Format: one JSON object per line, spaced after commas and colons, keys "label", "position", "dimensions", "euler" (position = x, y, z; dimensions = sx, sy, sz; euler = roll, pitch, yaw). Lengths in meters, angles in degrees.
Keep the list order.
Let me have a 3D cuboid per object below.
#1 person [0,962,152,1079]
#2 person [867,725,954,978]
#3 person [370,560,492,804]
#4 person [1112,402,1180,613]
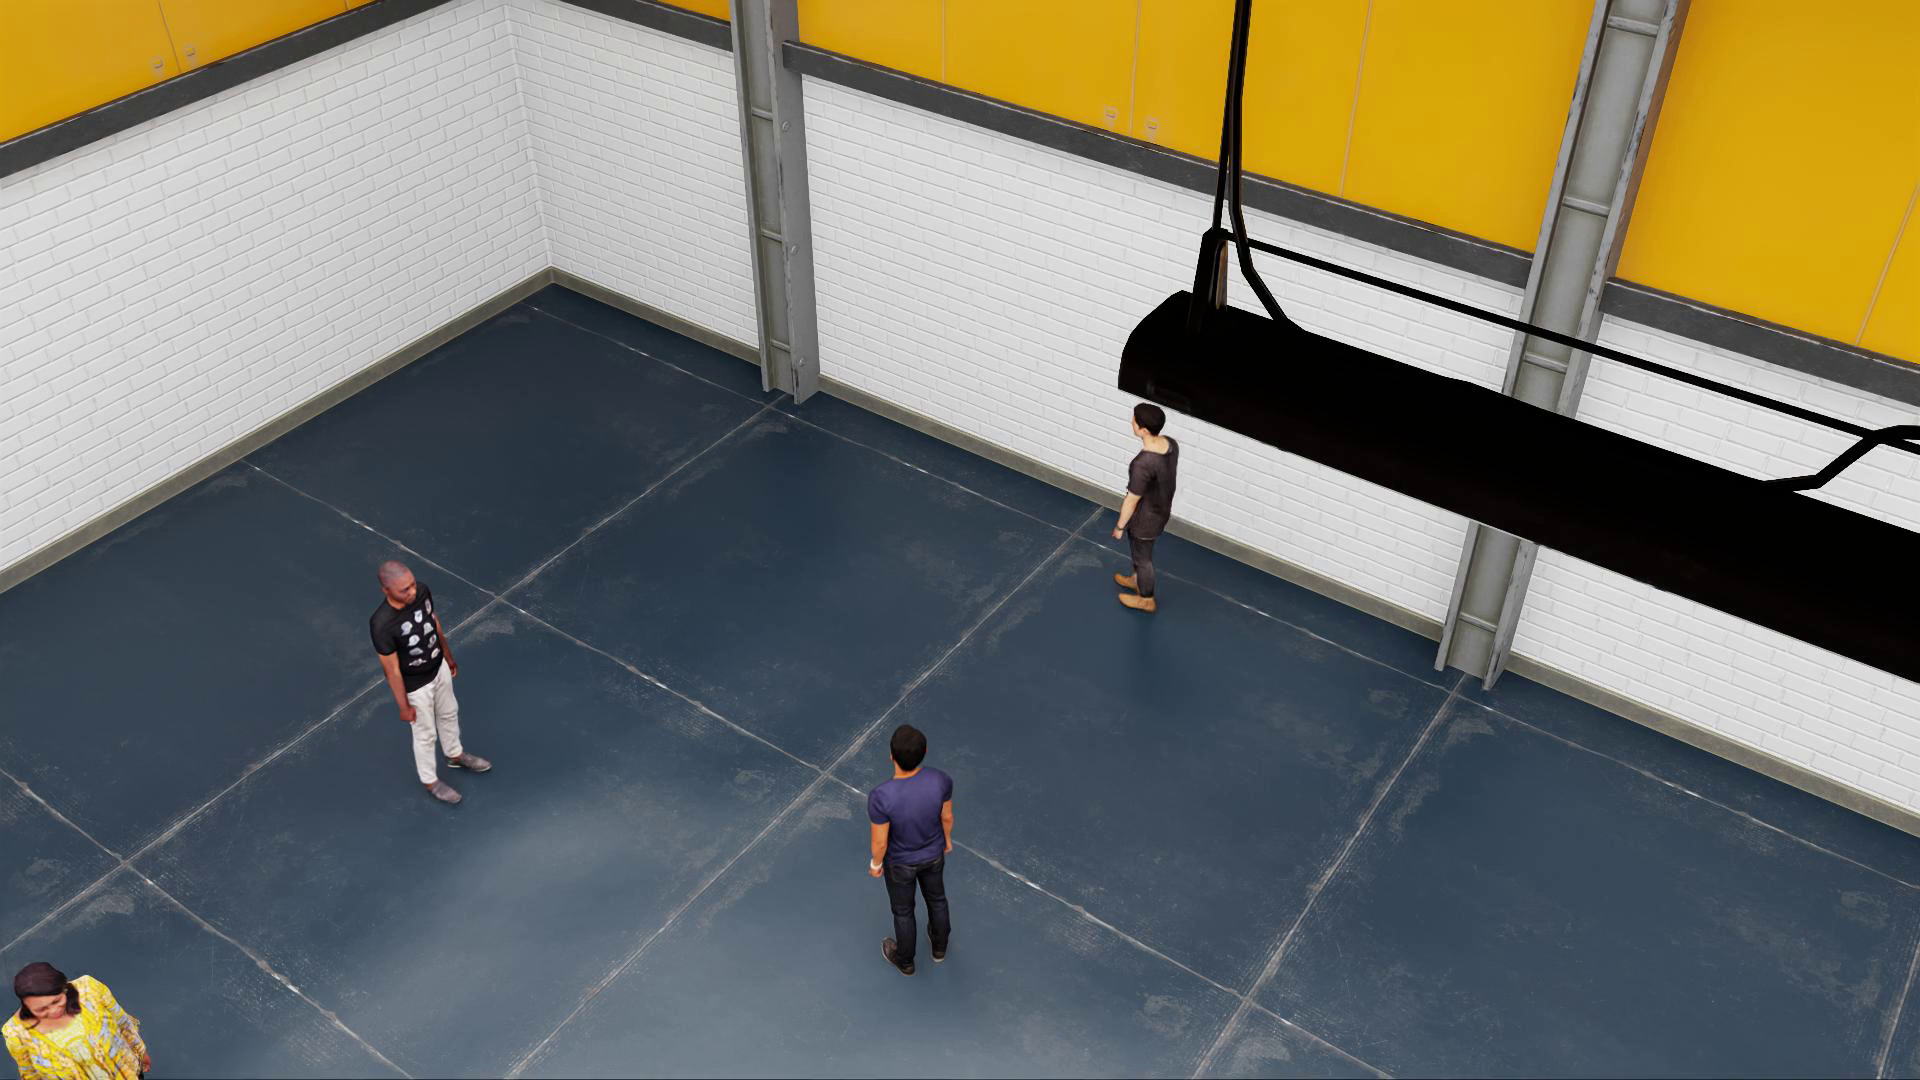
{"label": "person", "position": [-4.189, 2.525, 8.005], "dimensions": [0.979, 1.632, 0.733], "euler": [26, 46, 29]}
{"label": "person", "position": [-0.247, 1.681, 8.932], "dimensions": [0.723, 1.793, 0.714], "euler": [-16, 41, -19]}
{"label": "person", "position": [-3.256, 0.816, 10.009], "dimensions": [0.701, 1.801, 0.725], "euler": [13, 40, 16]}
{"label": "person", "position": [1.339, -0.183, 11.340], "dimensions": [0.643, 1.702, 0.639], "euler": [23, 44, 26]}
